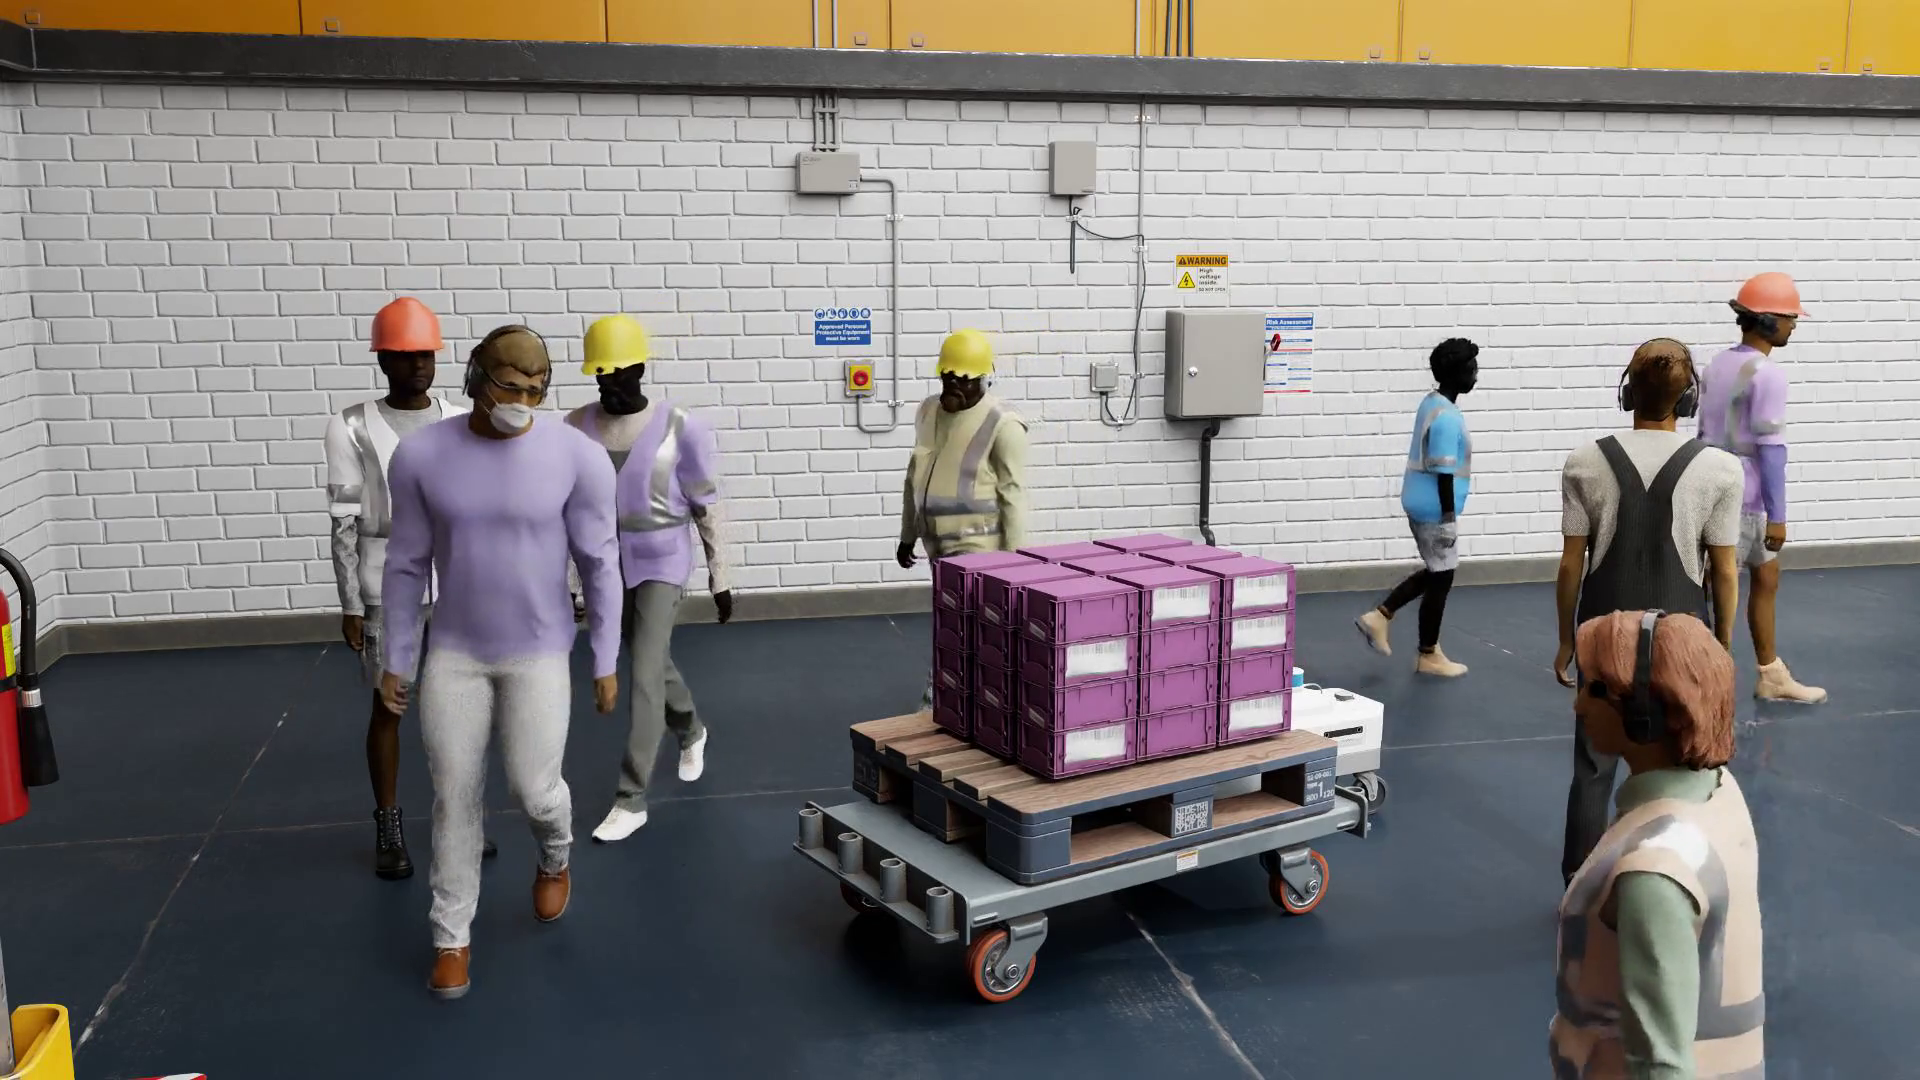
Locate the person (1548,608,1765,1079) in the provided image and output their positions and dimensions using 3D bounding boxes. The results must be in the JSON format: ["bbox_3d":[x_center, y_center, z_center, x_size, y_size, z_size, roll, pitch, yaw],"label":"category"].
[{"bbox_3d":[1.110,0.889,2.528,0.850,1.594,0.499,7,12,35],"label":"person"}]

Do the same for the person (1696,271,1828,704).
[{"bbox_3d":[3.466,-0.215,7.569,1.012,2.004,0.614,1,10,5],"label":"person"}]

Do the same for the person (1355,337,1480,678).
[{"bbox_3d":[2.236,-0.144,8.021,0.452,1.677,0.558,1,10,6],"label":"person"}]

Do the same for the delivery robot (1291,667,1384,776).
[{"bbox_3d":[1.212,0.712,6.143,0.707,0.478,0.477,-5,11,-27],"label":"delivery robot"}]

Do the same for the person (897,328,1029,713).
[{"bbox_3d":[0.067,-0.016,7.042,0.840,1.780,0.633,-8,13,-39],"label":"person"}]

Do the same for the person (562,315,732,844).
[{"bbox_3d":[-1.155,0.092,6.222,0.625,1.880,0.971,4,11,19],"label":"person"}]

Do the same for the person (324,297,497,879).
[{"bbox_3d":[-1.824,0.163,5.615,0.548,1.937,0.370,-7,13,-35],"label":"person"}]

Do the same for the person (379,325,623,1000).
[{"bbox_3d":[-1.313,0.322,4.835,0.699,1.905,0.604,0,10,0],"label":"person"}]

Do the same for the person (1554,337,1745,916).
[{"bbox_3d":[2.056,0.318,5.012,0.502,1.846,0.344,5,11,26],"label":"person"}]
